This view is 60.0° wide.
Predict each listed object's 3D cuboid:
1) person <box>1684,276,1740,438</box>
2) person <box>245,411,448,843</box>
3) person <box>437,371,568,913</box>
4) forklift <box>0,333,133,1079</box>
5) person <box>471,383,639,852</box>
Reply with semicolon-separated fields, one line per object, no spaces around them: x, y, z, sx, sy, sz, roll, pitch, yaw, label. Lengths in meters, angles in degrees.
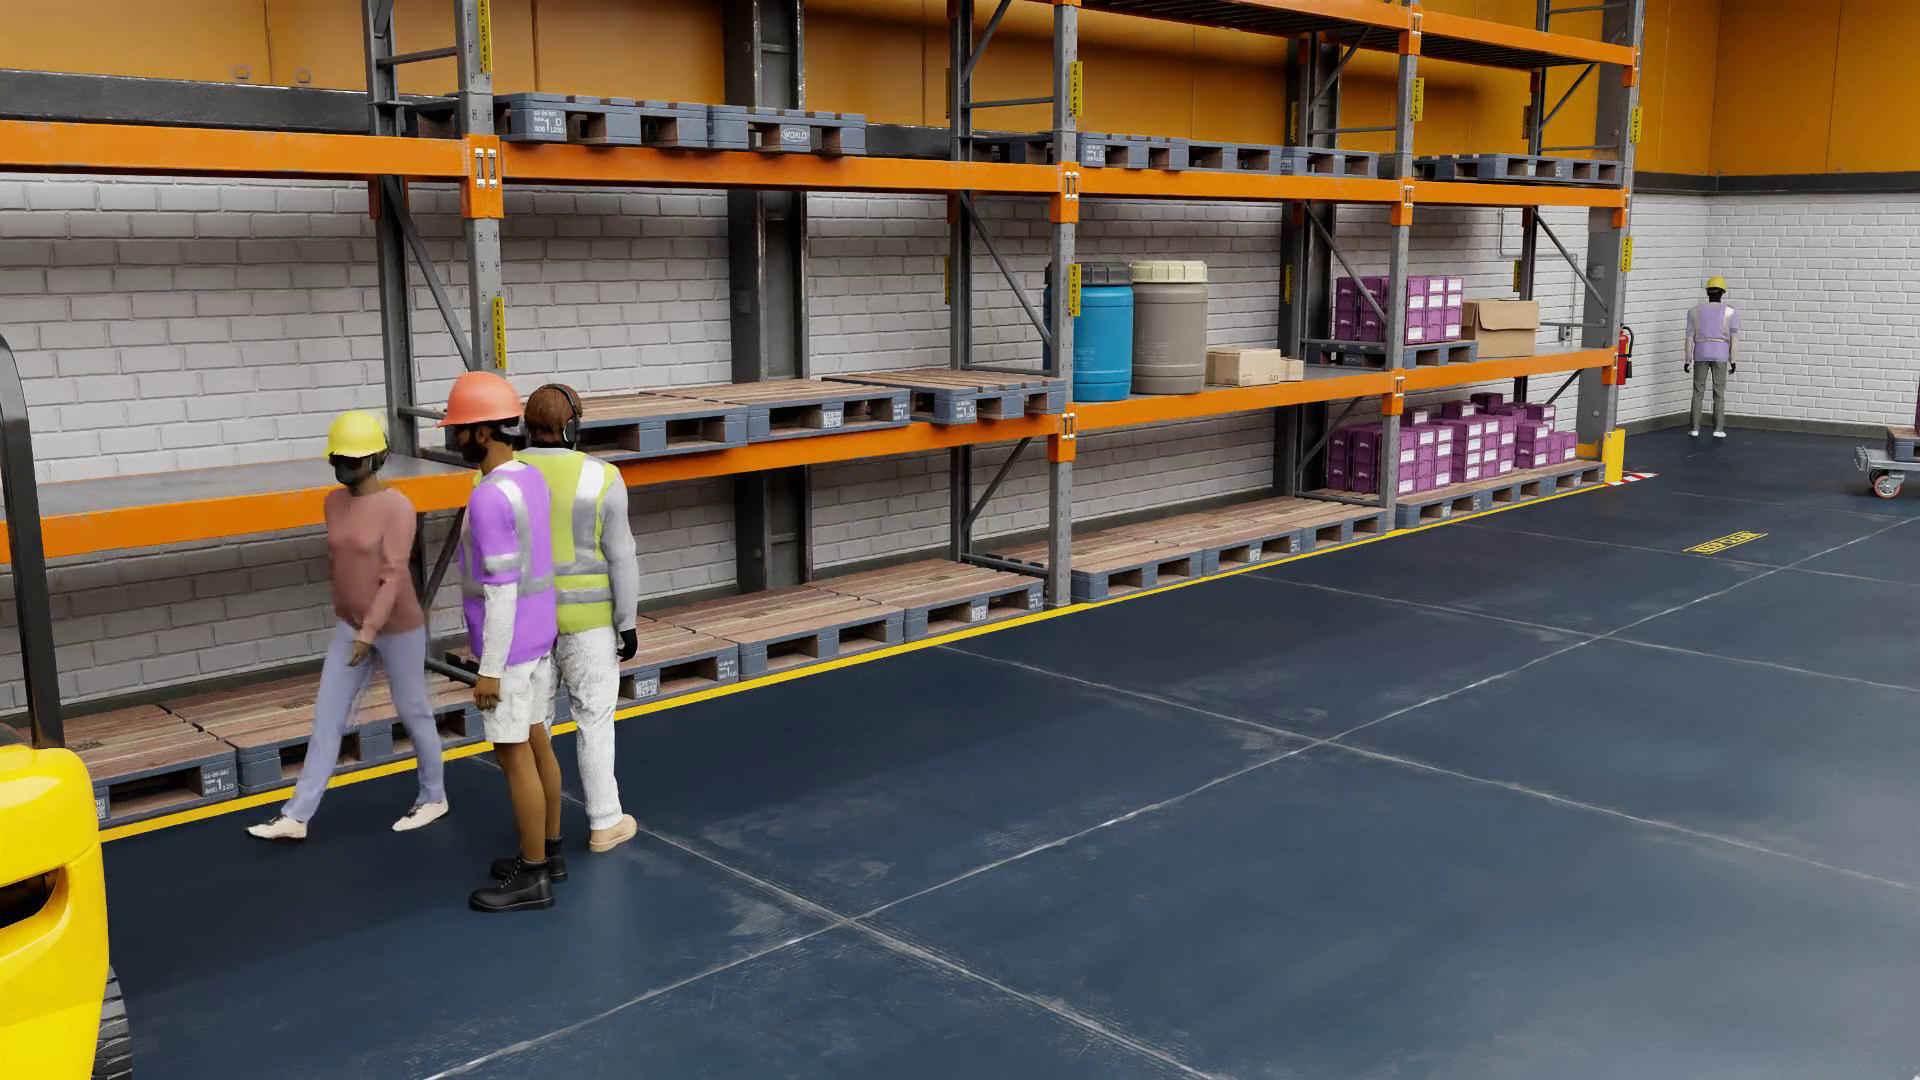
8.951;-2.174;19.836;0.586;1.917;0.380;5;12;27;person
-2.391;0.370;6.509;0.543;1.728;0.866;6;12;28;person
-1.638;0.365;5.940;0.377;1.932;0.552;0;10;1;person
-3.289;0.485;4.582;1.214;2.155;2.313;-10;14;-44;forklift
-1.553;0.310;6.495;0.634;1.842;0.429;1;10;5;person
